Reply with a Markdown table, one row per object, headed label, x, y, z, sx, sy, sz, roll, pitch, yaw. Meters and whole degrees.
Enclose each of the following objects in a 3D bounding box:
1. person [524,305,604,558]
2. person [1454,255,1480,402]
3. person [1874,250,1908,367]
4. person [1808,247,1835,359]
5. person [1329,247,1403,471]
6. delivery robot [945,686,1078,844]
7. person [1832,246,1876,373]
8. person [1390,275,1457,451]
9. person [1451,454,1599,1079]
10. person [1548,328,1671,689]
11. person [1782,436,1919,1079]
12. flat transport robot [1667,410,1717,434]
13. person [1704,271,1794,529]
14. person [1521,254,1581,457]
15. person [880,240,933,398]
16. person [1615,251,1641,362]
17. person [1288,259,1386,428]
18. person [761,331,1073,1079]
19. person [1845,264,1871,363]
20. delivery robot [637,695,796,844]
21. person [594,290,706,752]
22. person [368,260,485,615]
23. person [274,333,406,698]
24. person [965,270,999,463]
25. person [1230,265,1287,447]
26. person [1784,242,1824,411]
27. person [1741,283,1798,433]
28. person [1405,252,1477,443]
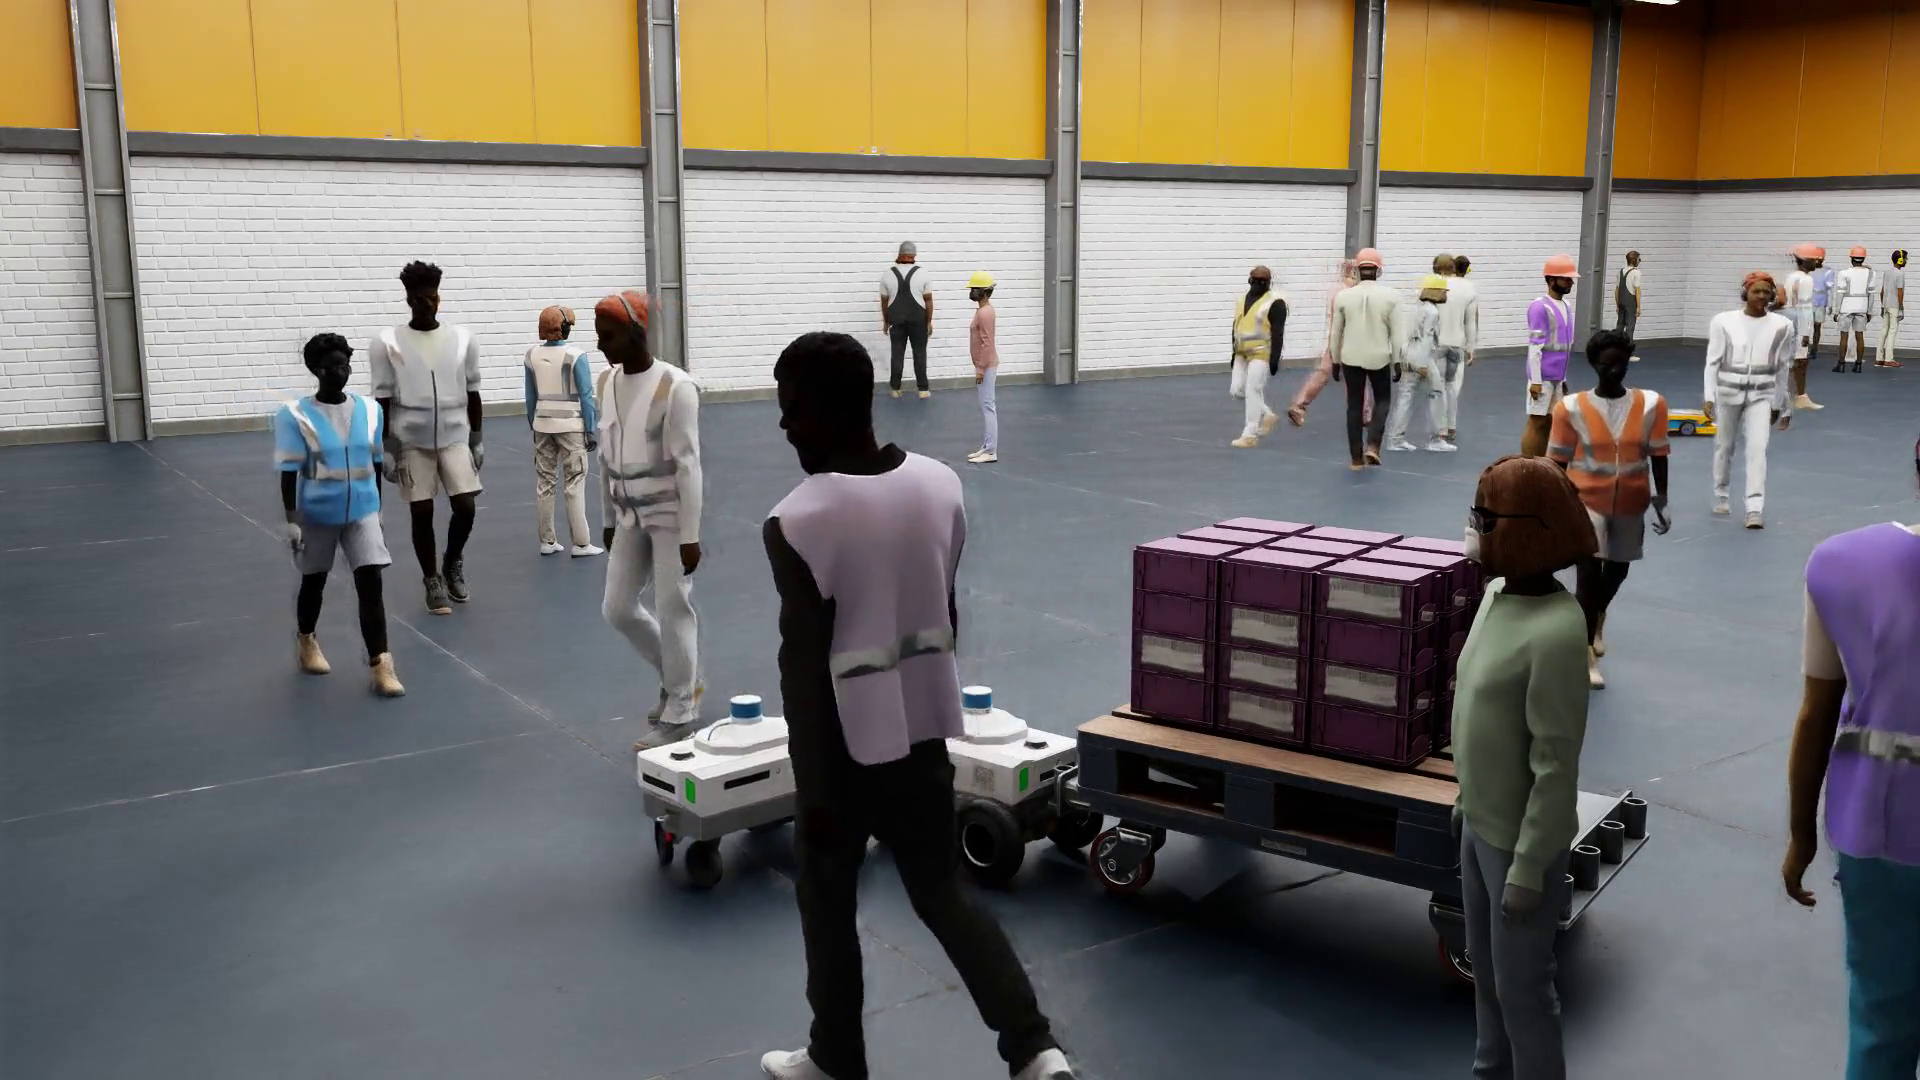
| label | x | y | z | sx | sy | sz | roll | pitch | yaw |
| --- | --- | --- | --- | --- | --- | --- | --- | --- | --- |
| person | -2.587 | -0.697 | 10.796 | 0.514 | 1.641 | 0.307 | 4 | 11 | 22 |
| person | 6.229 | -2.640 | 20.860 | 0.549 | 1.851 | 0.404 | 3 | 11 | 15 |
| person | 14.951 | -3.701 | 26.640 | 0.311 | 1.867 | 0.532 | -1 | 10 | -3 |
| person | 14.438 | -3.985 | 28.091 | 0.556 | 1.903 | 0.845 | 5 | 12 | 27 |
| person | 3.619 | -1.604 | 14.829 | 0.659 | 1.976 | 0.447 | 4 | 11 | 22 |
| delivery robot | 0.056 | 0.739 | 5.638 | 0.707 | 0.478 | 0.477 | 9 | 14 | 41 |
| person | 13.682 | -3.526 | 25.485 | 0.551 | 1.936 | 0.357 | 2 | 10 | 8 |
| person | 4.545 | -1.710 | 16.132 | 0.736 | 1.701 | 0.499 | 0 | 10 | -2 |
| person | 1.158 | 0.630 | 3.538 | 0.285 | 1.633 | 0.499 | 0 | 10 | 1 |
| person | 3.060 | -0.185 | 7.928 | 0.535 | 1.662 | 0.833 | 1 | 10 | 5 |
| person | 1.852 | 0.605 | 3.145 | 0.577 | 1.823 | 0.562 | 8 | 13 | 37 |
| flat transport robot | 7.314 | -1.272 | 17.701 | 1.431 | 0.197 | 0.652 | 1 | 10 | 6 |
| person | 5.736 | -1.036 | 12.157 | 0.581 | 1.836 | 1.002 | 4 | 11 | 19 |
| person | 4.809 | -1.344 | 13.522 | 0.379 | 1.937 | 0.547 | 10 | 14 | 44 |
| person | -0.664 | -2.864 | 21.571 | 0.686 | 2.000 | 0.537 | 2 | 10 | 10 |
| person | 11.180 | -3.906 | 27.820 | 0.325 | 1.843 | 0.517 | -4 | 11 | -22 |
| person | 4.124 | -2.134 | 18.189 | 1.044 | 1.861 | 0.657 | 5 | 12 | 26 |
| person | -0.132 | 0.468 | 3.771 | 0.822 | 1.884 | 0.615 | 9 | 14 | 42 |
| person | 14.843 | -3.742 | 27.513 | 0.584 | 1.628 | 0.362 | -5 | 12 | -26 |
| delivery robot | -0.707 | 0.760 | 5.525 | 0.707 | 0.478 | 0.477 | -10 | 14 | -42 |
| person | -1.247 | -0.078 | 6.769 | 0.620 | 1.871 | 0.437 | 8 | 13 | 38 |
| person | -2.901 | -0.548 | 9.115 | 0.610 | 1.947 | 0.419 | -5 | 12 | -28 |
| person | -2.894 | -0.134 | 7.680 | 0.536 | 1.654 | 0.889 | -9 | 14 | -41 |
| person | 0.206 | -1.596 | 15.371 | 0.315 | 1.770 | 0.524 | 0 | 10 | 2 |
| person | 2.959 | -1.821 | 16.490 | 0.540 | 1.808 | 0.642 | -6 | 12 | -31 |
| person | 9.921 | -2.532 | 19.848 | 0.838 | 2.018 | 0.613 | 2 | 10 | 9 |
| person | 8.693 | -1.946 | 17.767 | 0.805 | 1.604 | 0.511 | -9 | 14 | -42 |
| person | 4.848 | -1.938 | 16.822 | 0.641 | 1.912 | 0.624 | -2 | 10 | -10 |
